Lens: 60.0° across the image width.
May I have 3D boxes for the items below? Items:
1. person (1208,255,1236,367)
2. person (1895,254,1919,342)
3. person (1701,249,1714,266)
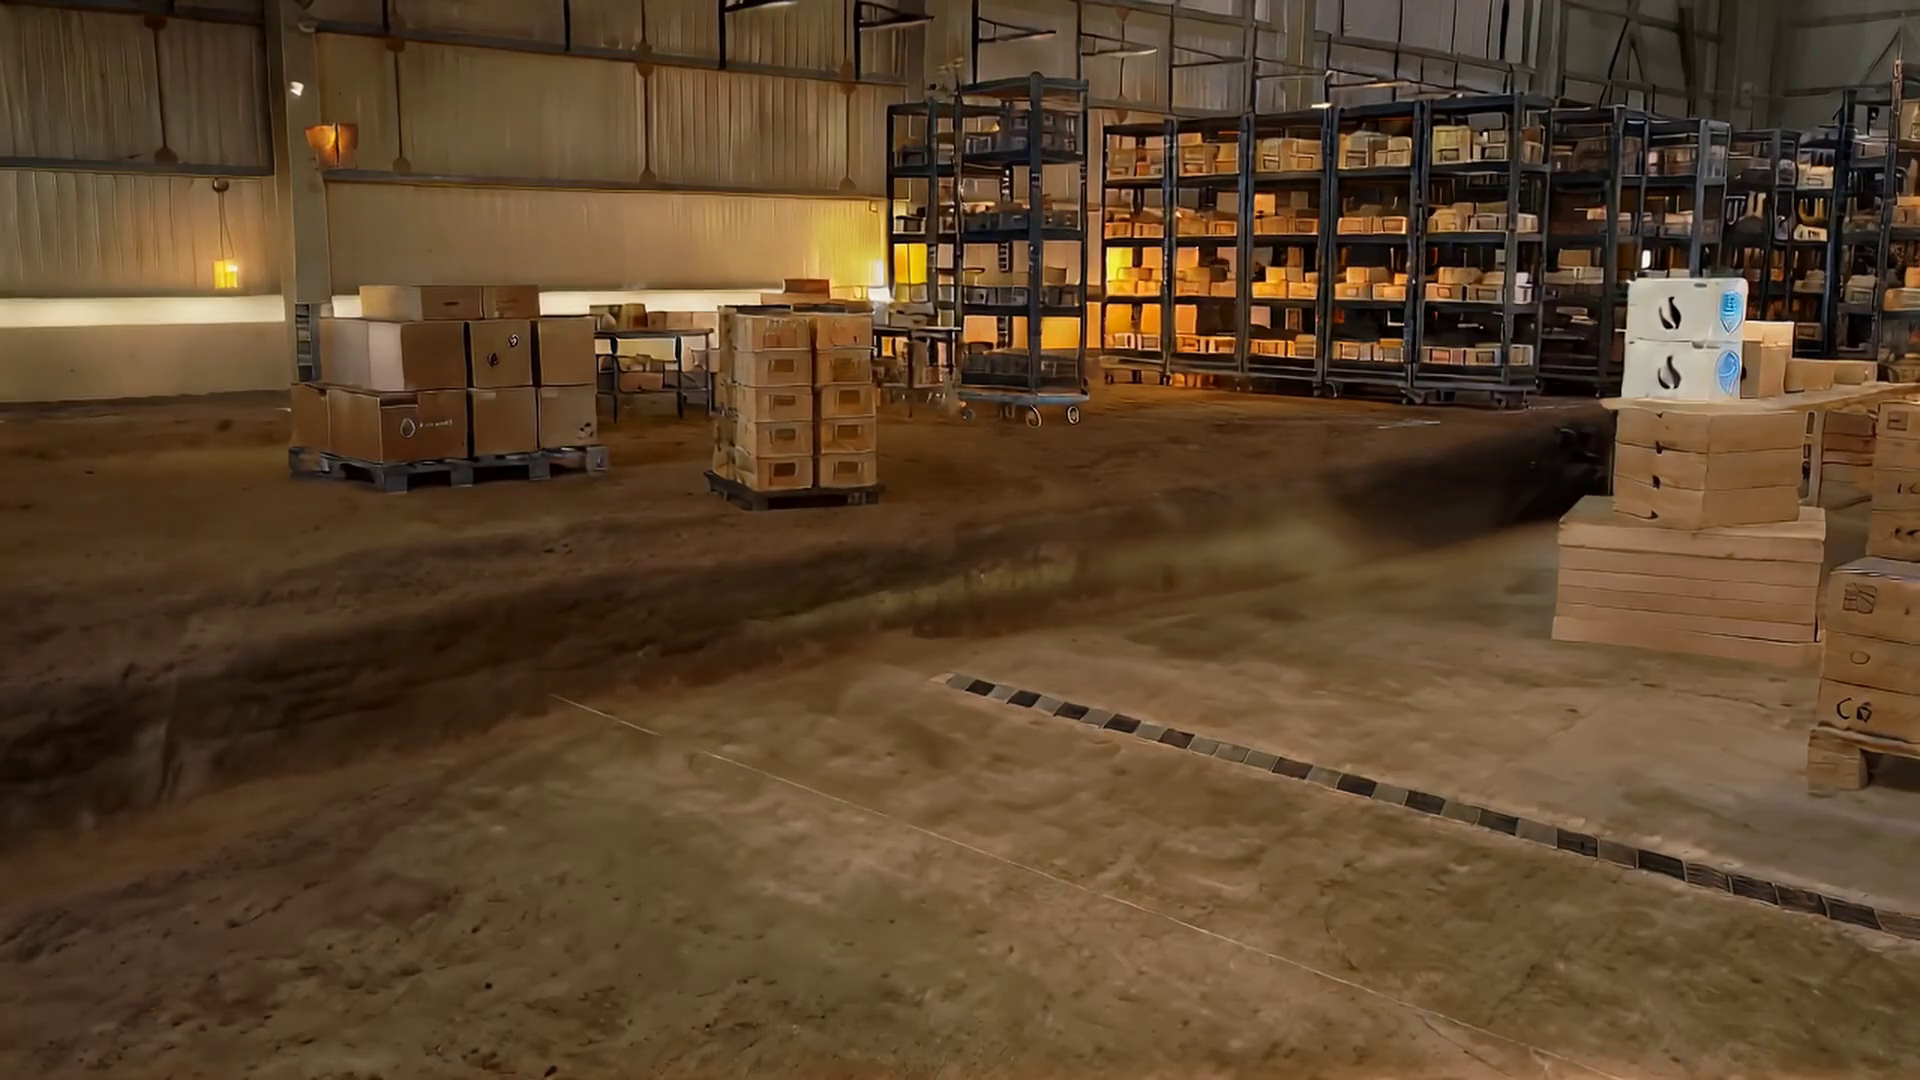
[{"bbox_3d":[4.079,-3.505,25.856,0.562,1.830,0.448,6,11,33],"label":"person"},{"bbox_3d":[13.694,-3.208,24.048,0.404,1.832,0.599,5,11,27],"label":"person"},{"bbox_3d":[12.813,-4.055,28.650,0.612,1.997,0.376,6,11,32],"label":"person"}]
